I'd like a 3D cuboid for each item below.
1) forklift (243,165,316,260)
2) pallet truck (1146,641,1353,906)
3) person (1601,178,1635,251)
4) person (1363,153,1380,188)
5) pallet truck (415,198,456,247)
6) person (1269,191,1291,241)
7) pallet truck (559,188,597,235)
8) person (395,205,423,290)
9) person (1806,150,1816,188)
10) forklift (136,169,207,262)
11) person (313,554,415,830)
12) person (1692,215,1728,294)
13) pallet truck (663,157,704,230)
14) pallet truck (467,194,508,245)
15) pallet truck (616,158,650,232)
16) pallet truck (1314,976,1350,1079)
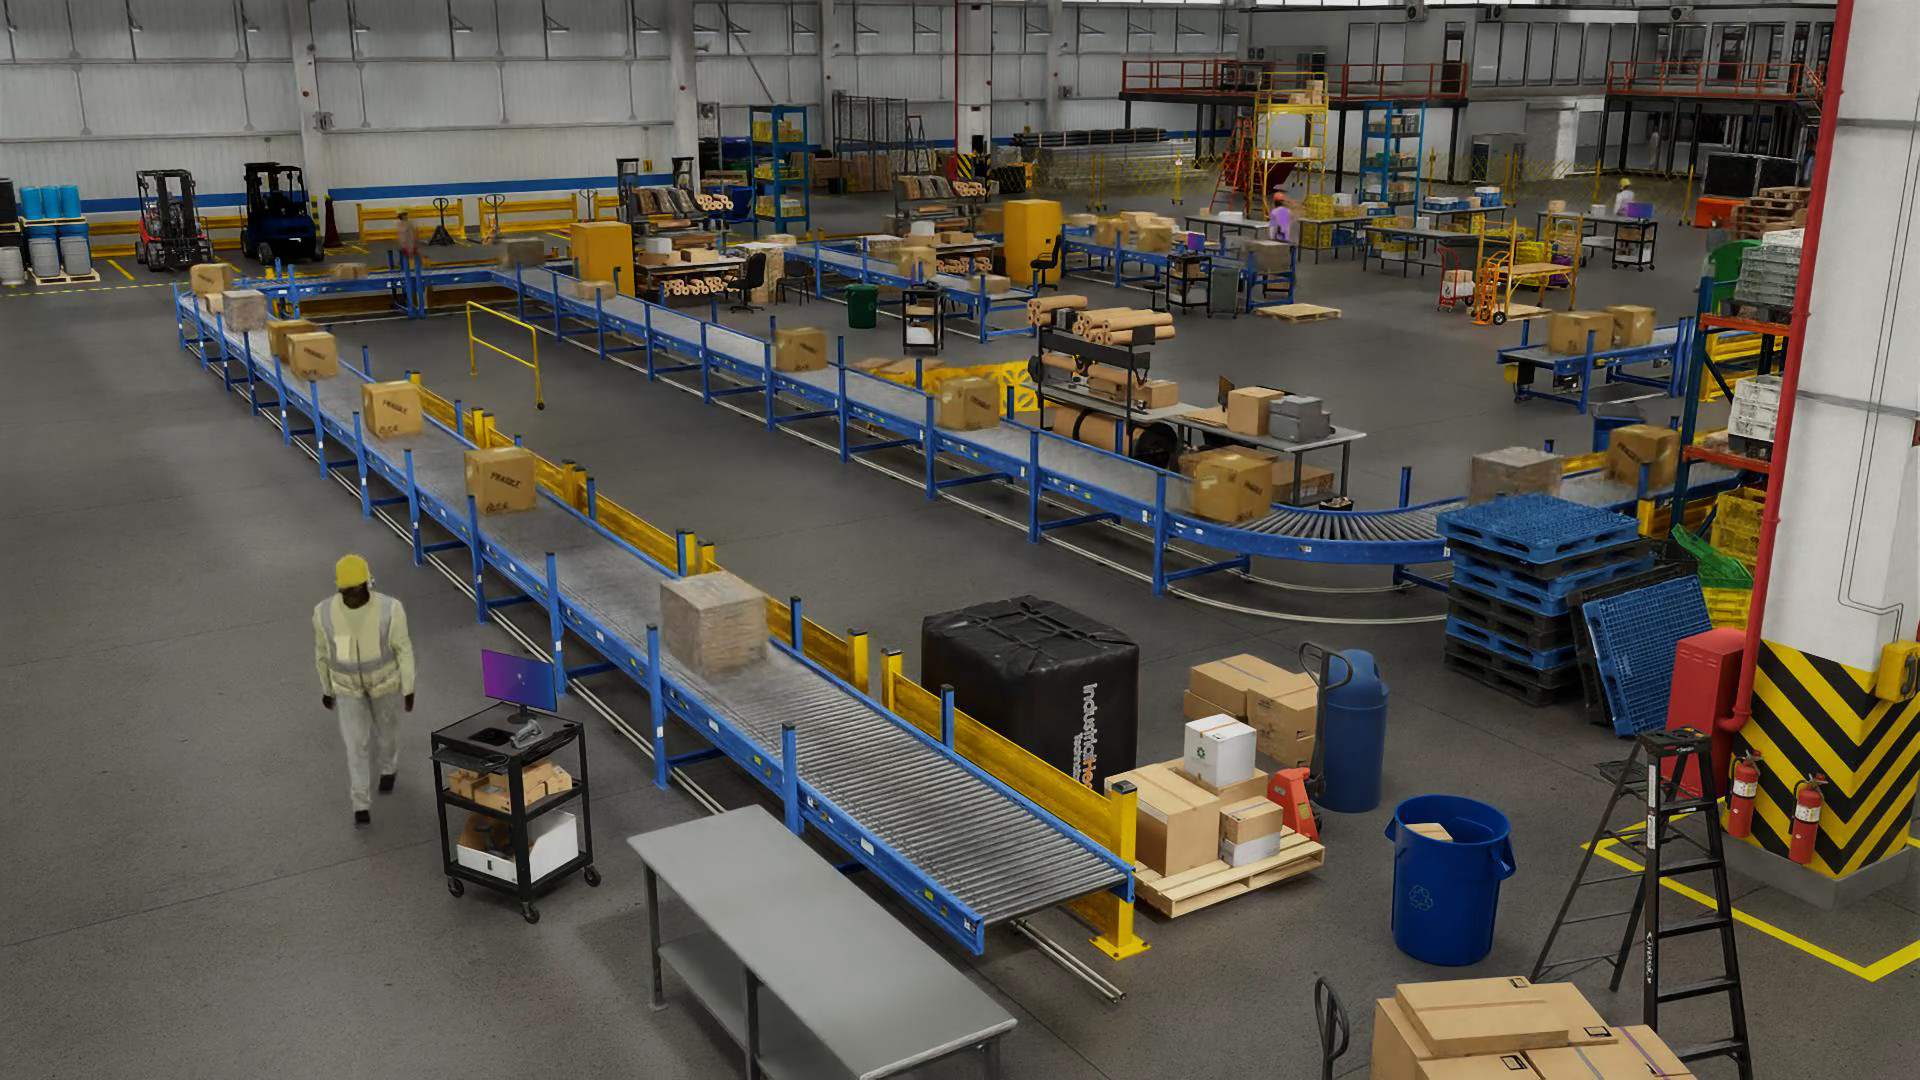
[{"bbox_3d":[-15.898,-7.669,38.708,1.157,1.987,2.680,-11,20,-33],"label":"forklift"},{"bbox_3d":[1.664,1.407,10.232,1.630,1.274,0.653,-10,20,-31],"label":"pallet truck"},{"bbox_3d":[15.970,-7.805,40.058,0.608,1.792,0.920,-13,21,-37],"label":"person"},{"bbox_3d":[12.241,-10.696,49.767,0.507,1.717,0.711,-11,20,-33],"label":"person"},{"bbox_3d":[-13.250,-8.060,41.856,0.680,1.201,1.601,-10,20,-31],"label":"pallet truck"},{"bbox_3d":[6.683,-6.362,35.018,0.575,1.916,0.421,-9,19,-27],"label":"person"},{"bbox_3d":[-10.010,-8.652,43.699,0.653,1.274,1.630,-10,20,-31],"label":"pallet truck"},{"bbox_3d":[-11.382,-5.985,34.097,0.547,1.712,0.895,9,19,27],"label":"person"},{"bbox_3d":[26.007,-11.058,50.682,0.574,1.905,0.627,-8,19,-26],"label":"person"},{"bbox_3d":[-17.842,-7.318,37.559,1.157,1.987,2.680,-10,20,-31],"label":"forklift"},{"bbox_3d":[-3.898,0.948,10.932,0.616,1.782,0.922,-4,17,-14],"label":"person"},{"bbox_3d":[15.257,-5.776,33.645,0.845,1.587,0.502,-11,20,-33],"label":"person"},{"bbox_3d":[-7.586,-9.308,44.692,0.823,1.965,1.885,-11,20,-33],"label":"pallet truck"},{"bbox_3d":[-11.983,-8.177,42.137,0.704,1.261,1.522,-11,20,-33],"label":"pallet truck"},{"bbox_3d":[-8.918,-9.176,44.255,0.823,1.965,1.885,-9,19,-27],"label":"pallet truck"},{"bbox_3d":[2.299,2.390,7.086,1.601,1.201,0.680,-2,17,-7],"label":"pallet truck"}]
